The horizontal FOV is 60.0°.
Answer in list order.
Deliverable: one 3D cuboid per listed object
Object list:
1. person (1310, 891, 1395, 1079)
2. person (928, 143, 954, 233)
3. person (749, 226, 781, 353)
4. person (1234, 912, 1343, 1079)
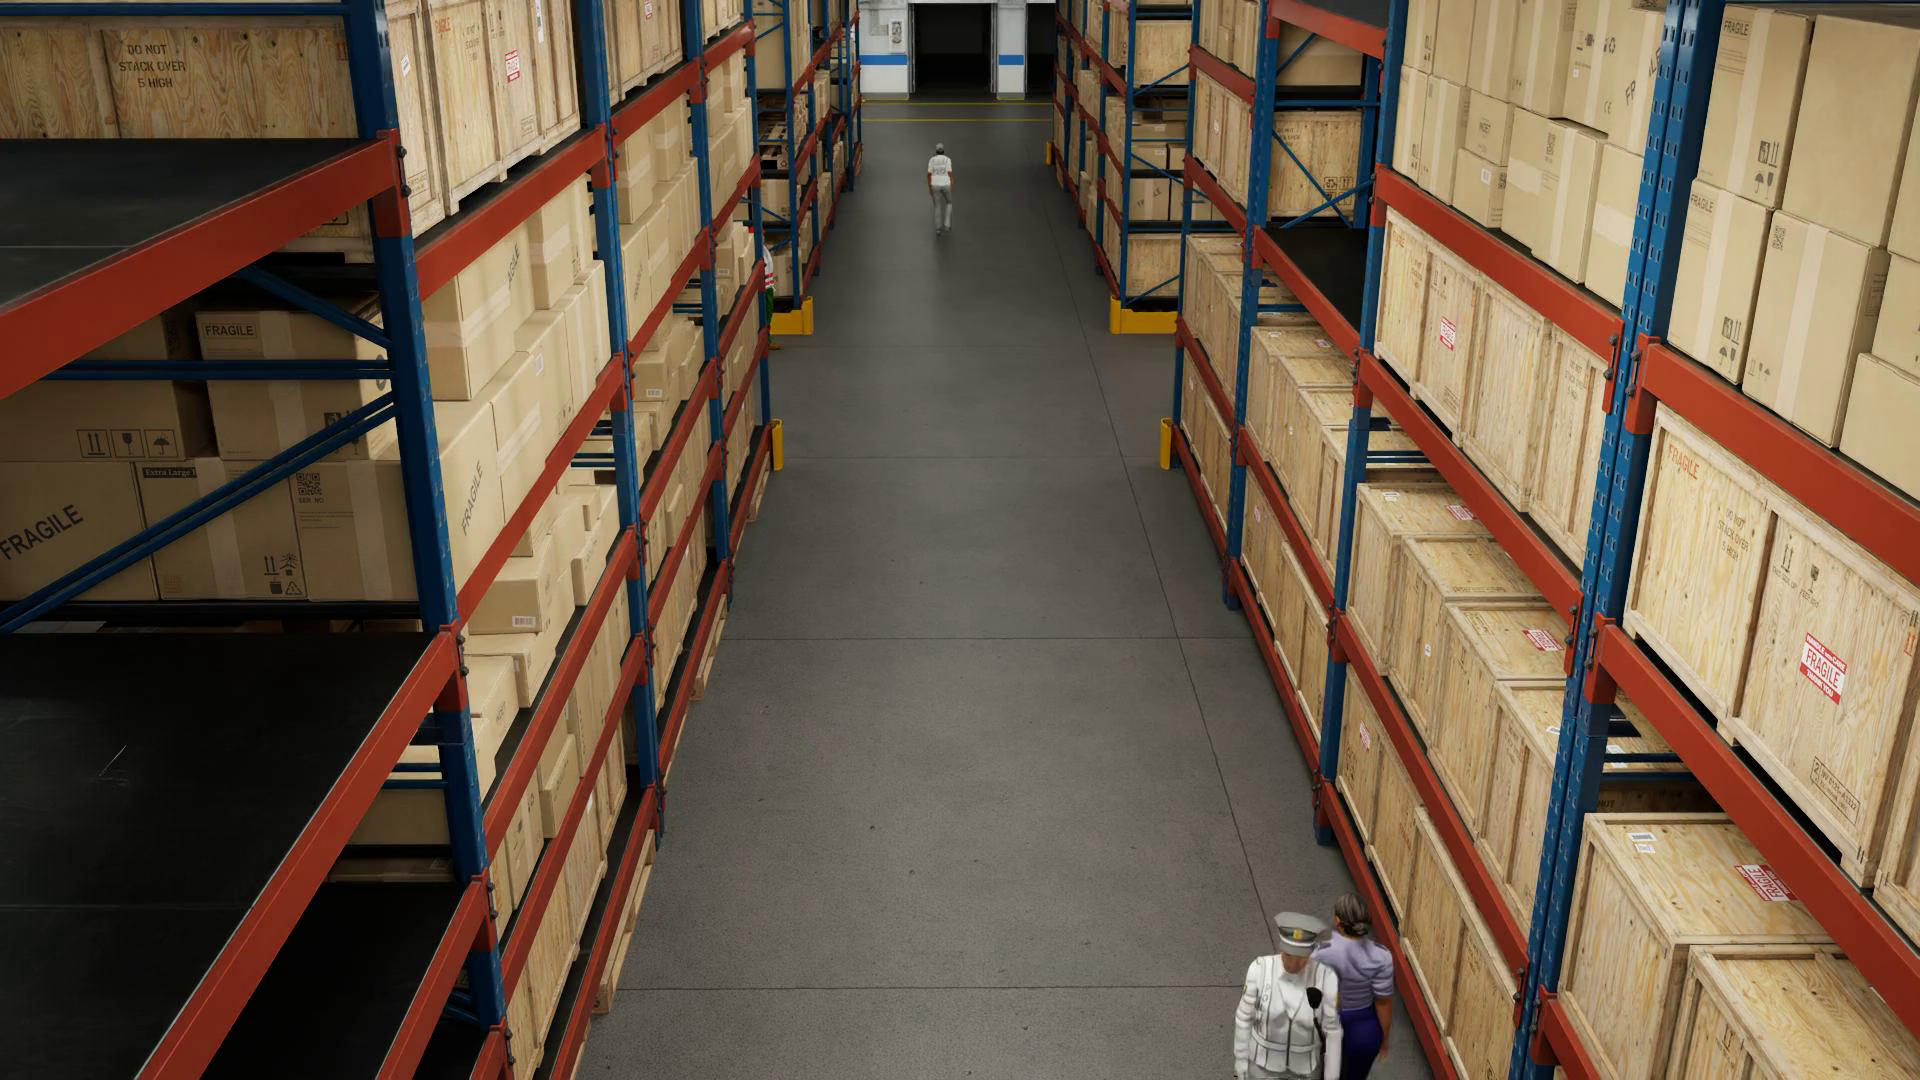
[{"bbox_3d":[1.909,2.478,8.401,0.498,1.629,0.816,-1,22,-3],"label":"person"},{"bbox_3d":[-0.367,-6.671,31.574,0.506,1.671,0.545,3,22,7],"label":"person"},{"bbox_3d":[-2.791,-3.547,23.475,0.379,1.796,0.527,10,23,23],"label":"person"},{"bbox_3d":[1.587,2.573,8.097,0.511,1.718,0.350,3,22,8],"label":"person"}]
